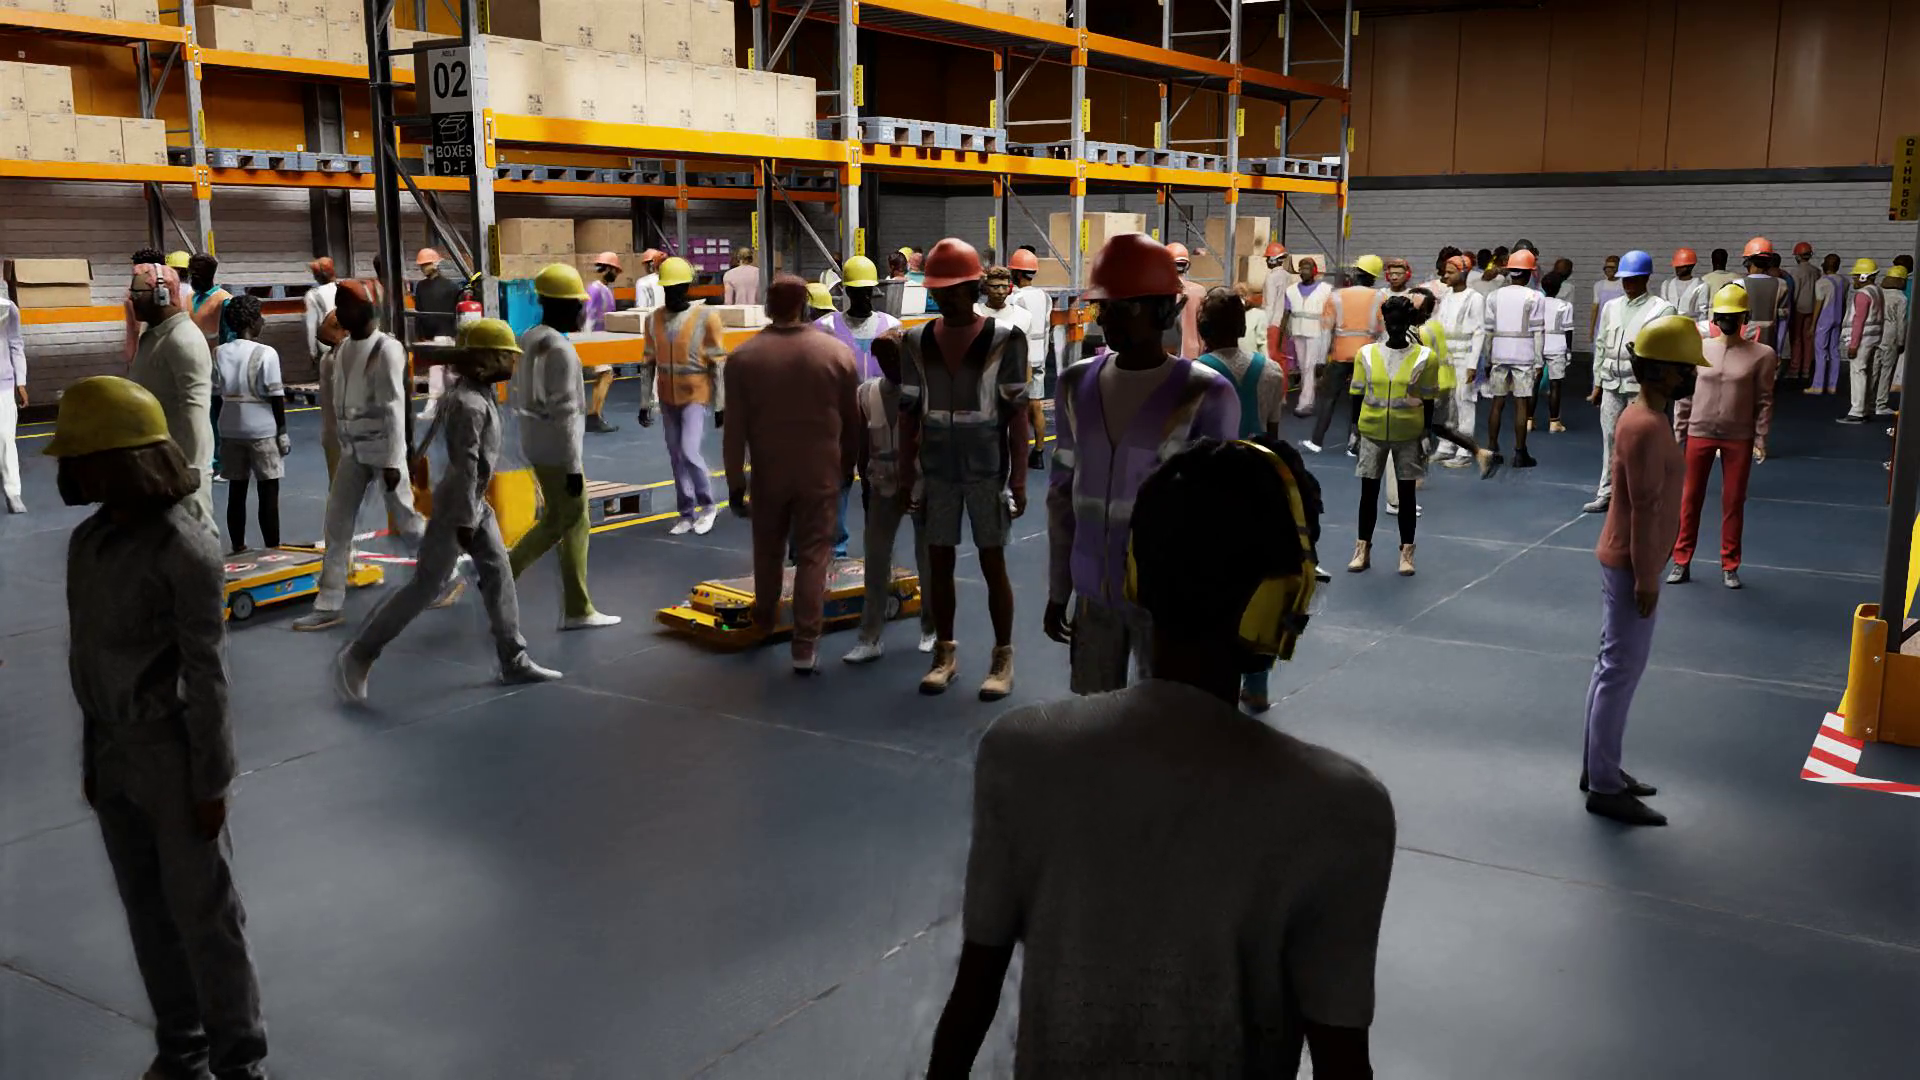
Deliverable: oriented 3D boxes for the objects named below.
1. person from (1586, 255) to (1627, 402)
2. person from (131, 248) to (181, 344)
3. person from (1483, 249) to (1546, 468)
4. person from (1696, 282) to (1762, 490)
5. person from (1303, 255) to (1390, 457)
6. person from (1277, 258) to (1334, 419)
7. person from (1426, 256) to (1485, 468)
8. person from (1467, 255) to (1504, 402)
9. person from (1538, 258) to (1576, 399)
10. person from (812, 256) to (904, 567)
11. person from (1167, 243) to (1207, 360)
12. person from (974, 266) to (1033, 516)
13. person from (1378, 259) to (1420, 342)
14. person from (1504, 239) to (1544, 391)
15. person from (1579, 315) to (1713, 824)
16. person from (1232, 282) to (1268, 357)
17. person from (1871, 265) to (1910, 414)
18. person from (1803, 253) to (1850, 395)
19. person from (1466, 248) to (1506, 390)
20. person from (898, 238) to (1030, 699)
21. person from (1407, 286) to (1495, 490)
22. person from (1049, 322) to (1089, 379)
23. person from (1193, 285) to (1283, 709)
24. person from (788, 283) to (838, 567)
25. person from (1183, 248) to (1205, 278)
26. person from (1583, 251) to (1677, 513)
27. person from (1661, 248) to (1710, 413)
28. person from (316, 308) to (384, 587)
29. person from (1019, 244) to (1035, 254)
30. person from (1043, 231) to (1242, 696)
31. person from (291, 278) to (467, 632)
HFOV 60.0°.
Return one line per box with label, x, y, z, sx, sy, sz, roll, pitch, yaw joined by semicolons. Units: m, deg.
person;8.099;-2.612;20.694;0.505;1.836;0.345;9;14;42
person;-6.729;-1.477;14.059;0.372;1.958;0.598;-7;12;-34
person;4.966;-1.619;14.889;0.550;1.935;0.376;9;13;40
person;6.069;-1.196;13.244;0.535;1.690;0.319;4;11;22
person;3.648;-1.715;15.568;0.767;1.887;0.387;4;11;22
person;3.886;-2.278;18.875;0.601;1.803;0.901;7;13;35
person;4.433;-1.585;14.854;0.354;1.881;0.576;-3;11;-18
person;6.538;-2.677;21.044;0.659;1.838;0.723;-1;10;-4
person;7.566;-2.702;21.288;0.887;1.806;0.542;-9;14;-42
person;-0.599;-0.731;9.995;0.587;1.928;0.362;-4;11;-20
person;1.906;-1.627;14.772;0.608;1.995;0.376;-4;11;-23
person;0.253;-1.085;12.217;0.560;1.836;0.394;-1;10;-8
person;4.179;-1.765;15.951;0.568;1.843;0.374;4;11;23
person;7.502;-3.024;22.385;0.688;2.000;0.539;-9;14;-42
person;2.415;0.096;5.864;0.326;1.765;0.530;3;11;18
person;2.772;-1.717;16.292;0.533;1.617;0.446;4;11;20
person;10.816;-2.324;19.371;0.324;1.728;0.490;-3;11;-18
person;11.378;-2.826;21.830;0.504;1.847;0.345;-3;11;-16
person;7.042;-2.974;22.486;0.627;1.917;0.435;1;10;8
person;0.006;-0.306;7.360;0.619;2.028;0.409;4;11;20
person;3.882;-1.201;13.322;0.729;1.662;0.540;6;12;32
person;1.437;-2.858;22.128;0.597;1.800;0.564;2;10;12
person;1.141;-0.174;7.175;0.502;1.836;0.352;-3;11;-15
person;-0.922;-0.712;10.366;0.343;1.759;0.534;-2;10;-11
person;3.640;-3.521;25.522;0.399;1.905;0.642;-4;11;-22
person;4.894;-1.131;12.157;0.404;1.943;0.616;-7;12;-34
person;8.143;-2.323;18.808;0.542;1.931;0.375;9;14;42
person;-3.606;-0.544;9.775;0.276;1.631;0.507;-7;12;-32
person;0.960;-3.458;25.028;0.373;1.957;0.606;-2;10;-12
person;0.501;0.142;4.836;0.608;2.045;0.391;8;13;36
person;-3.100;-0.474;8.855;0.585;1.839;0.995;7;12;33
